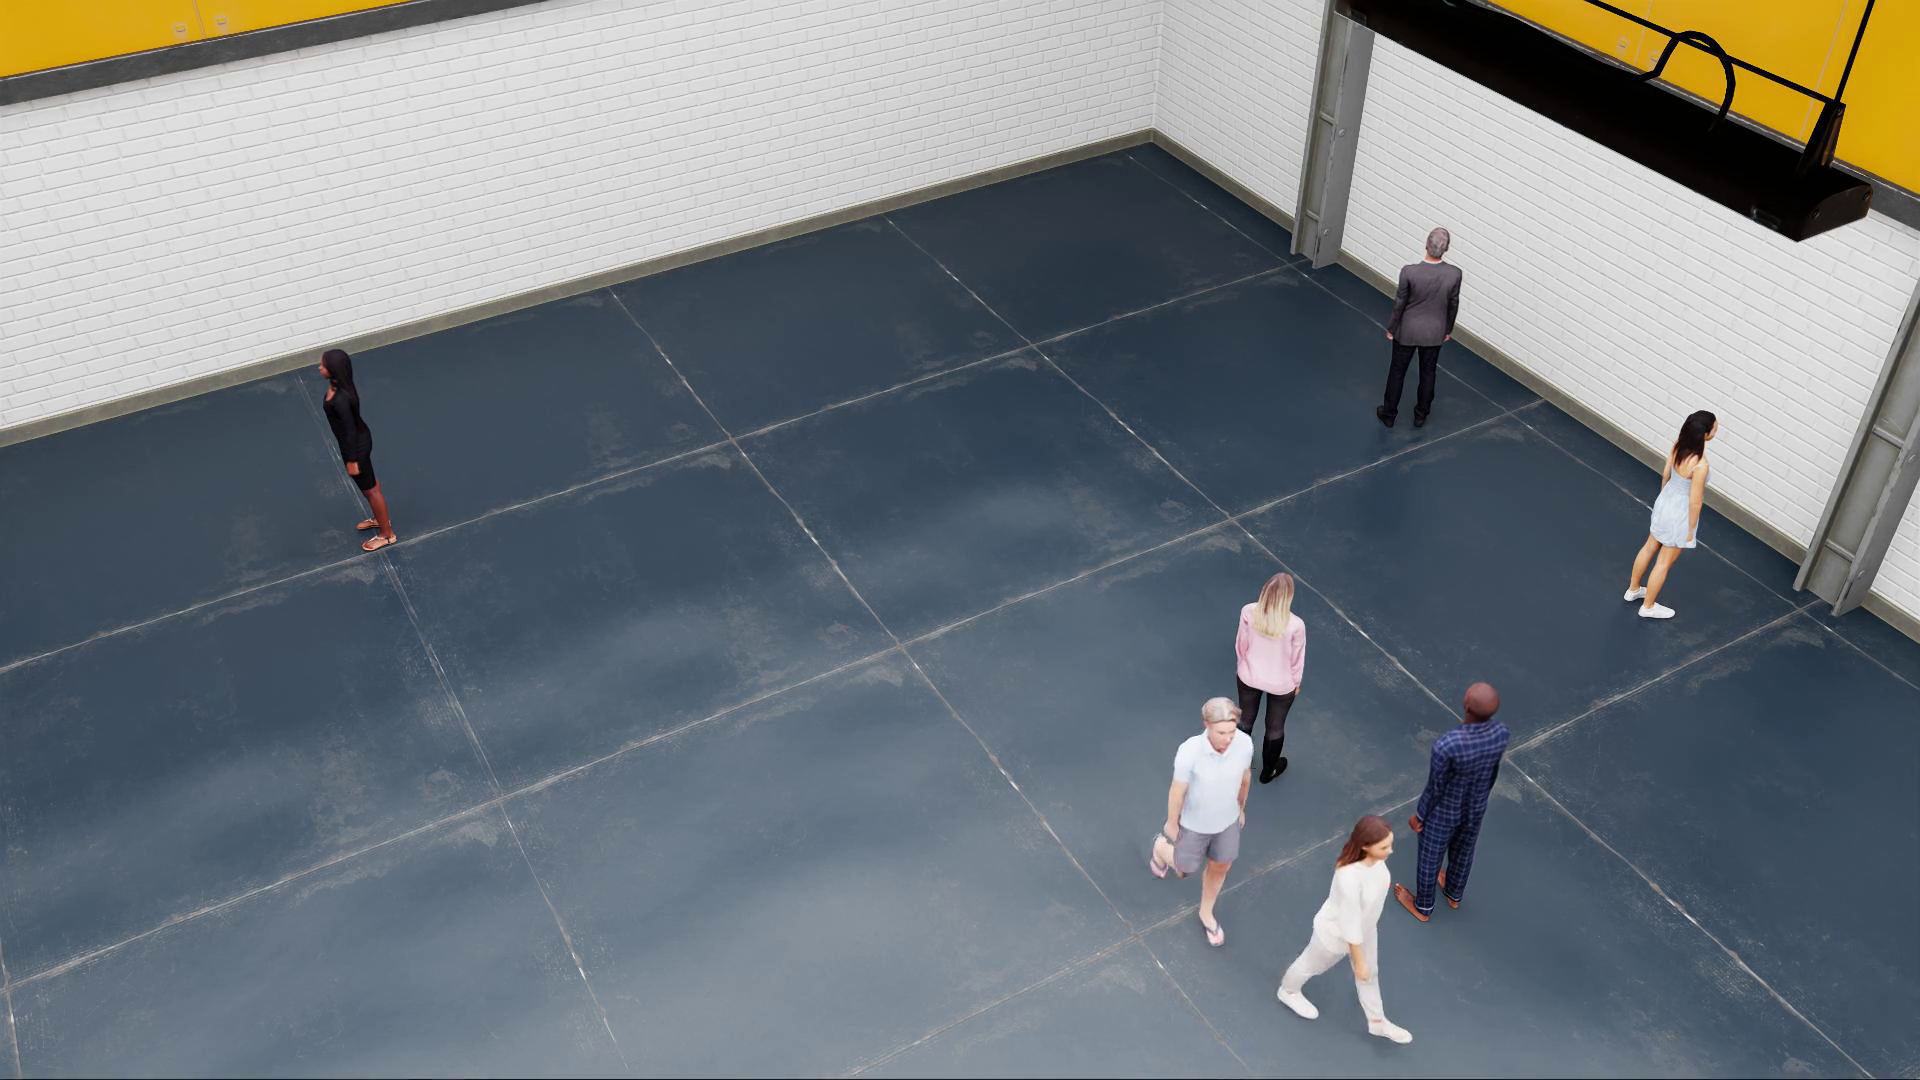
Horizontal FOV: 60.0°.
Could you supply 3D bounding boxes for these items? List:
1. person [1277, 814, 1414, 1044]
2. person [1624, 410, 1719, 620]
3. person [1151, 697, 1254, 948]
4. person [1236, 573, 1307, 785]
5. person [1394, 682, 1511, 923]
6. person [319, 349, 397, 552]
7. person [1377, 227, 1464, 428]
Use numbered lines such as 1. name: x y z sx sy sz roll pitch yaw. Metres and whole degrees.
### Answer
1. person: 2.033 2.084 9.105 1.098 1.651 0.863 27 46 30
2. person: 5.106 -0.196 11.896 0.712 1.730 0.577 -7 39 -8
3. person: 1.398 1.542 9.651 0.767 1.816 0.984 -12 40 -14
4. person: 1.951 0.877 10.586 0.639 1.688 0.743 19 43 23
5. person: 2.887 1.521 9.676 0.688 1.818 0.623 -14 41 -17
6. person: -4.563 -0.698 12.534 0.699 1.719 0.491 -14 41 -17
7. person: 3.808 -1.752 13.755 0.805 1.842 0.804 1 39 1
